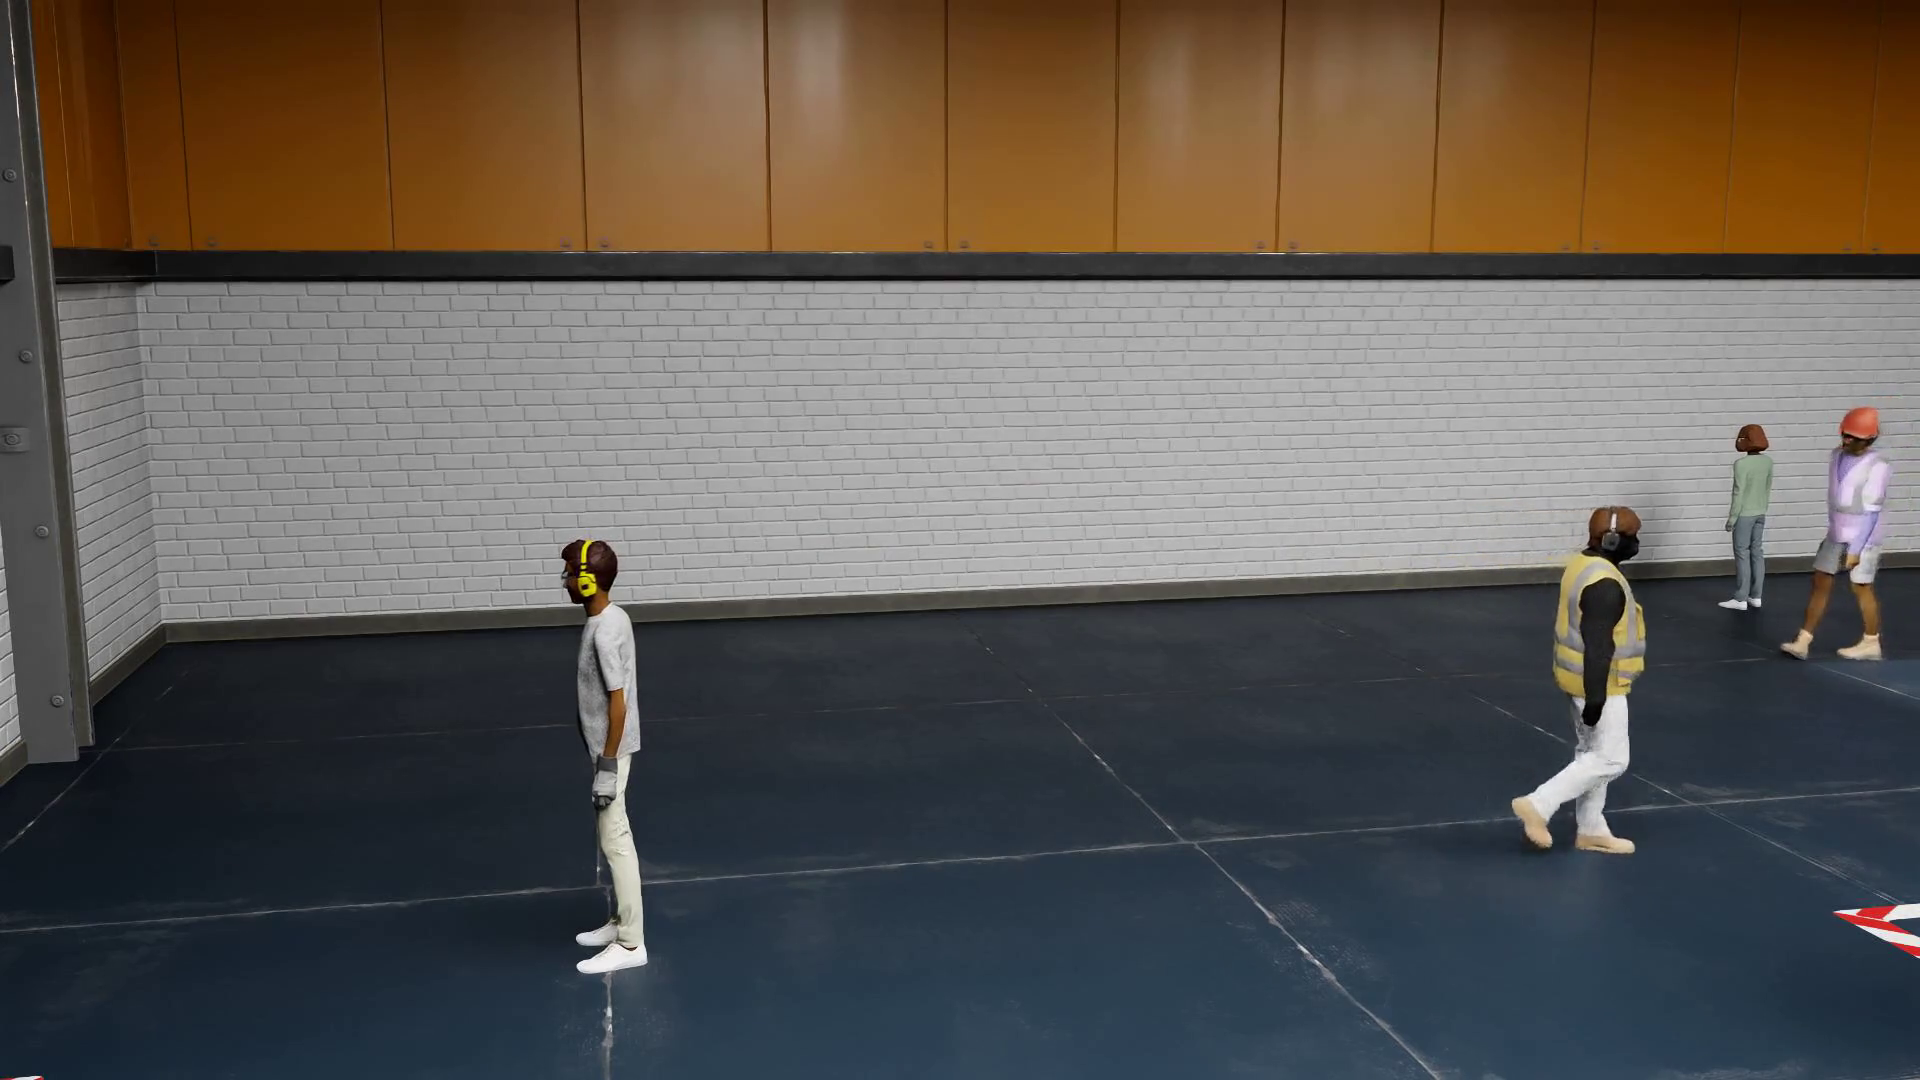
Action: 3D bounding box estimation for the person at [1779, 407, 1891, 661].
[{"bbox_3d":[6.640,-0.026,12.535,0.966,1.971,0.694,-2,10,-13],"label":"person"}]

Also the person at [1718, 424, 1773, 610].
[{"bbox_3d":[6.933,-0.202,14.645,0.509,1.632,0.267,-6,11,-31],"label":"person"}]

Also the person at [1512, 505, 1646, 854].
[{"bbox_3d":[3.166,0.723,8.434,0.558,1.829,0.640,2,9,11],"label":"person"}]

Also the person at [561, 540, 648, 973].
[{"bbox_3d":[-1.523,0.917,7.121,0.310,1.864,0.533,-2,10,-11],"label":"person"}]
